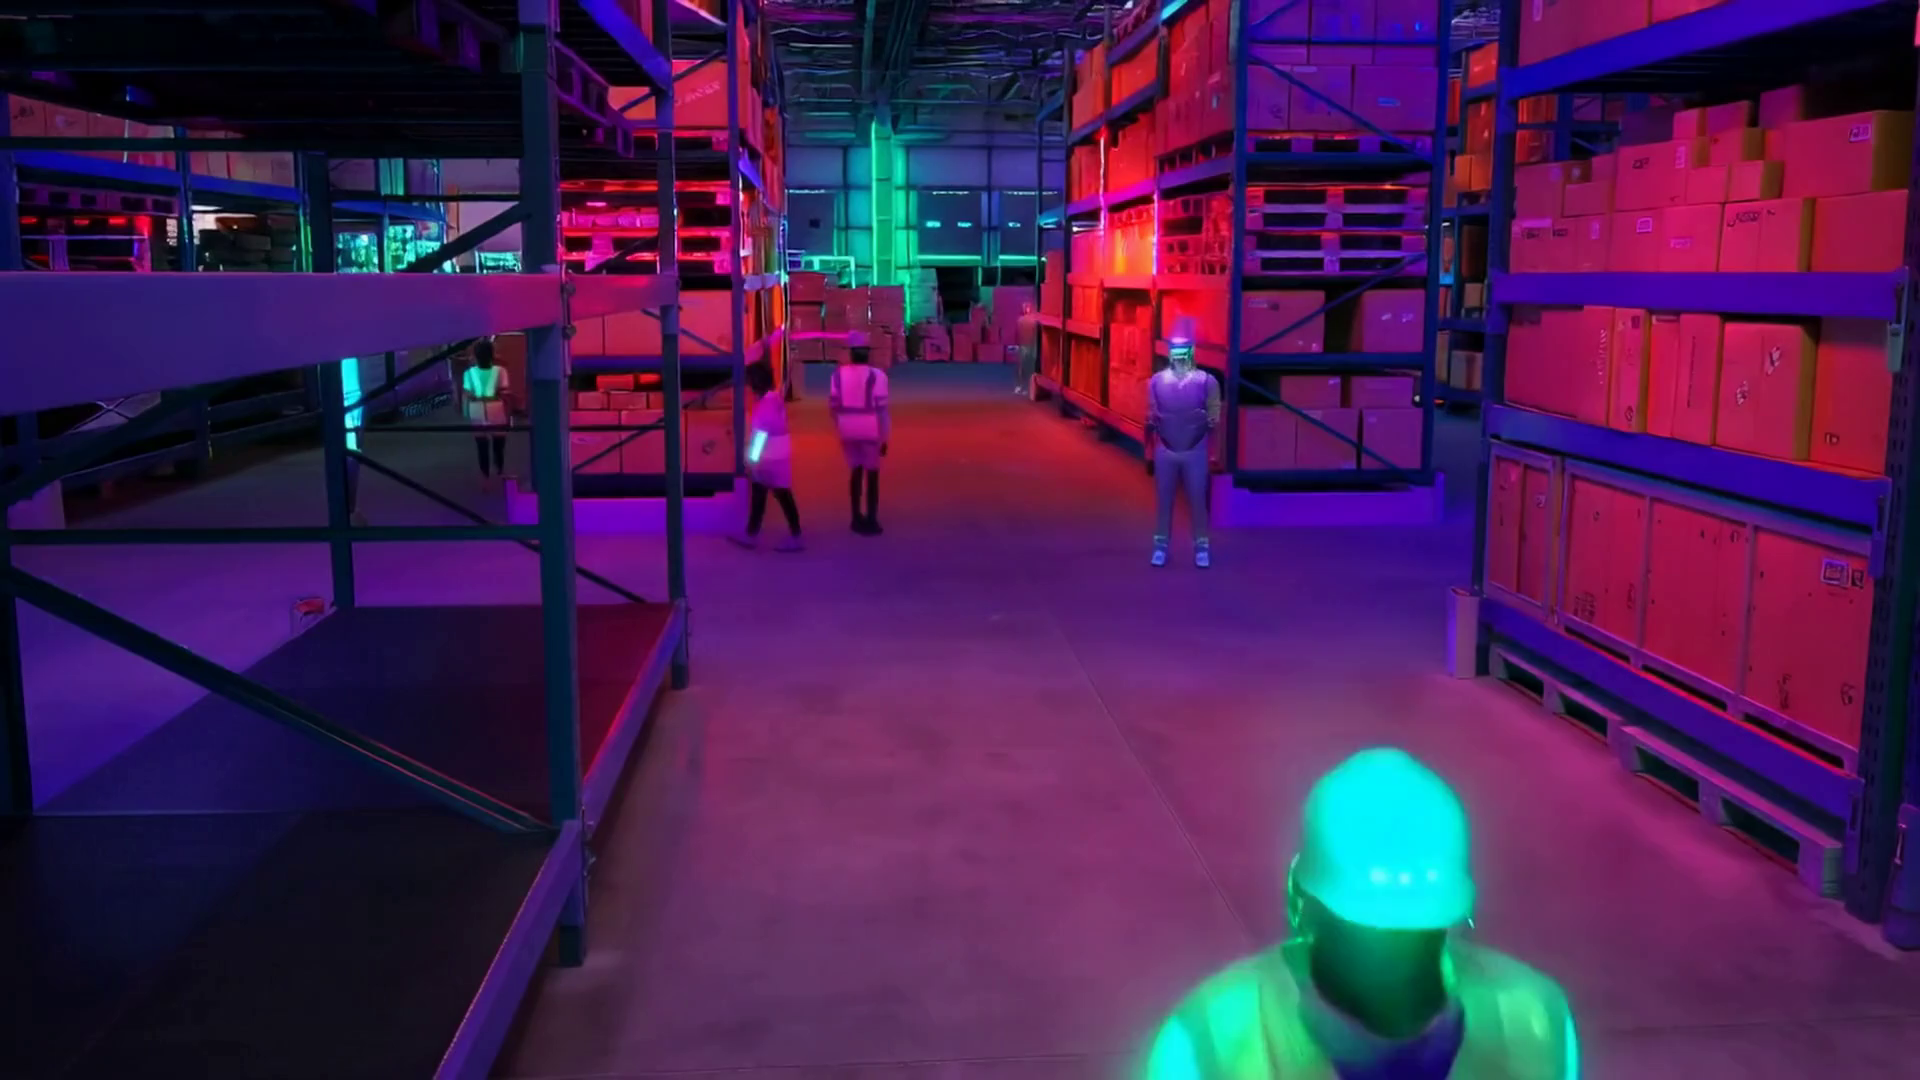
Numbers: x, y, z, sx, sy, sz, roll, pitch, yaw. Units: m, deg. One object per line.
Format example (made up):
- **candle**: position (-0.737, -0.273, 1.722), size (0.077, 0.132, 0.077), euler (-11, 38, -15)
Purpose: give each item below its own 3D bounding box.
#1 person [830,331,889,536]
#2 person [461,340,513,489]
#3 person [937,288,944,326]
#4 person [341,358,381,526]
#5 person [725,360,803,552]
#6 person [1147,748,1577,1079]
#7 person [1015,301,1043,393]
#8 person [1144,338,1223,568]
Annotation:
- **person**: position (-0.930, -0.983, 15.444), size (0.575, 1.893, 0.536), euler (3, 10, 18)
- **person**: position (-5.298, -1.390, 18.611), size (0.553, 1.677, 0.507), euler (-1, 9, -9)
- **person**: position (-0.814, -7.974, 59.163), size (0.628, 1.935, 0.373), euler (7, 11, 37)
- **person**: position (-5.774, -1.109, 15.717), size (0.374, 2.043, 0.612), euler (-8, 12, -42)
- **person**: position (-1.729, -0.716, 14.430), size (0.789, 1.657, 0.548), euler (-1, 9, -5)
- **person**: position (0.537, 1.161, 2.178), size (0.618, 1.810, 0.566), euler (0, 9, -2)
- **person**: position (1.439, -3.973, 34.187), size (0.633, 1.898, 1.010), euler (4, 10, 22)
- **person**: position (1.824, -0.709, 13.679), size (0.637, 1.897, 0.397), euler (3, 9, 15)
